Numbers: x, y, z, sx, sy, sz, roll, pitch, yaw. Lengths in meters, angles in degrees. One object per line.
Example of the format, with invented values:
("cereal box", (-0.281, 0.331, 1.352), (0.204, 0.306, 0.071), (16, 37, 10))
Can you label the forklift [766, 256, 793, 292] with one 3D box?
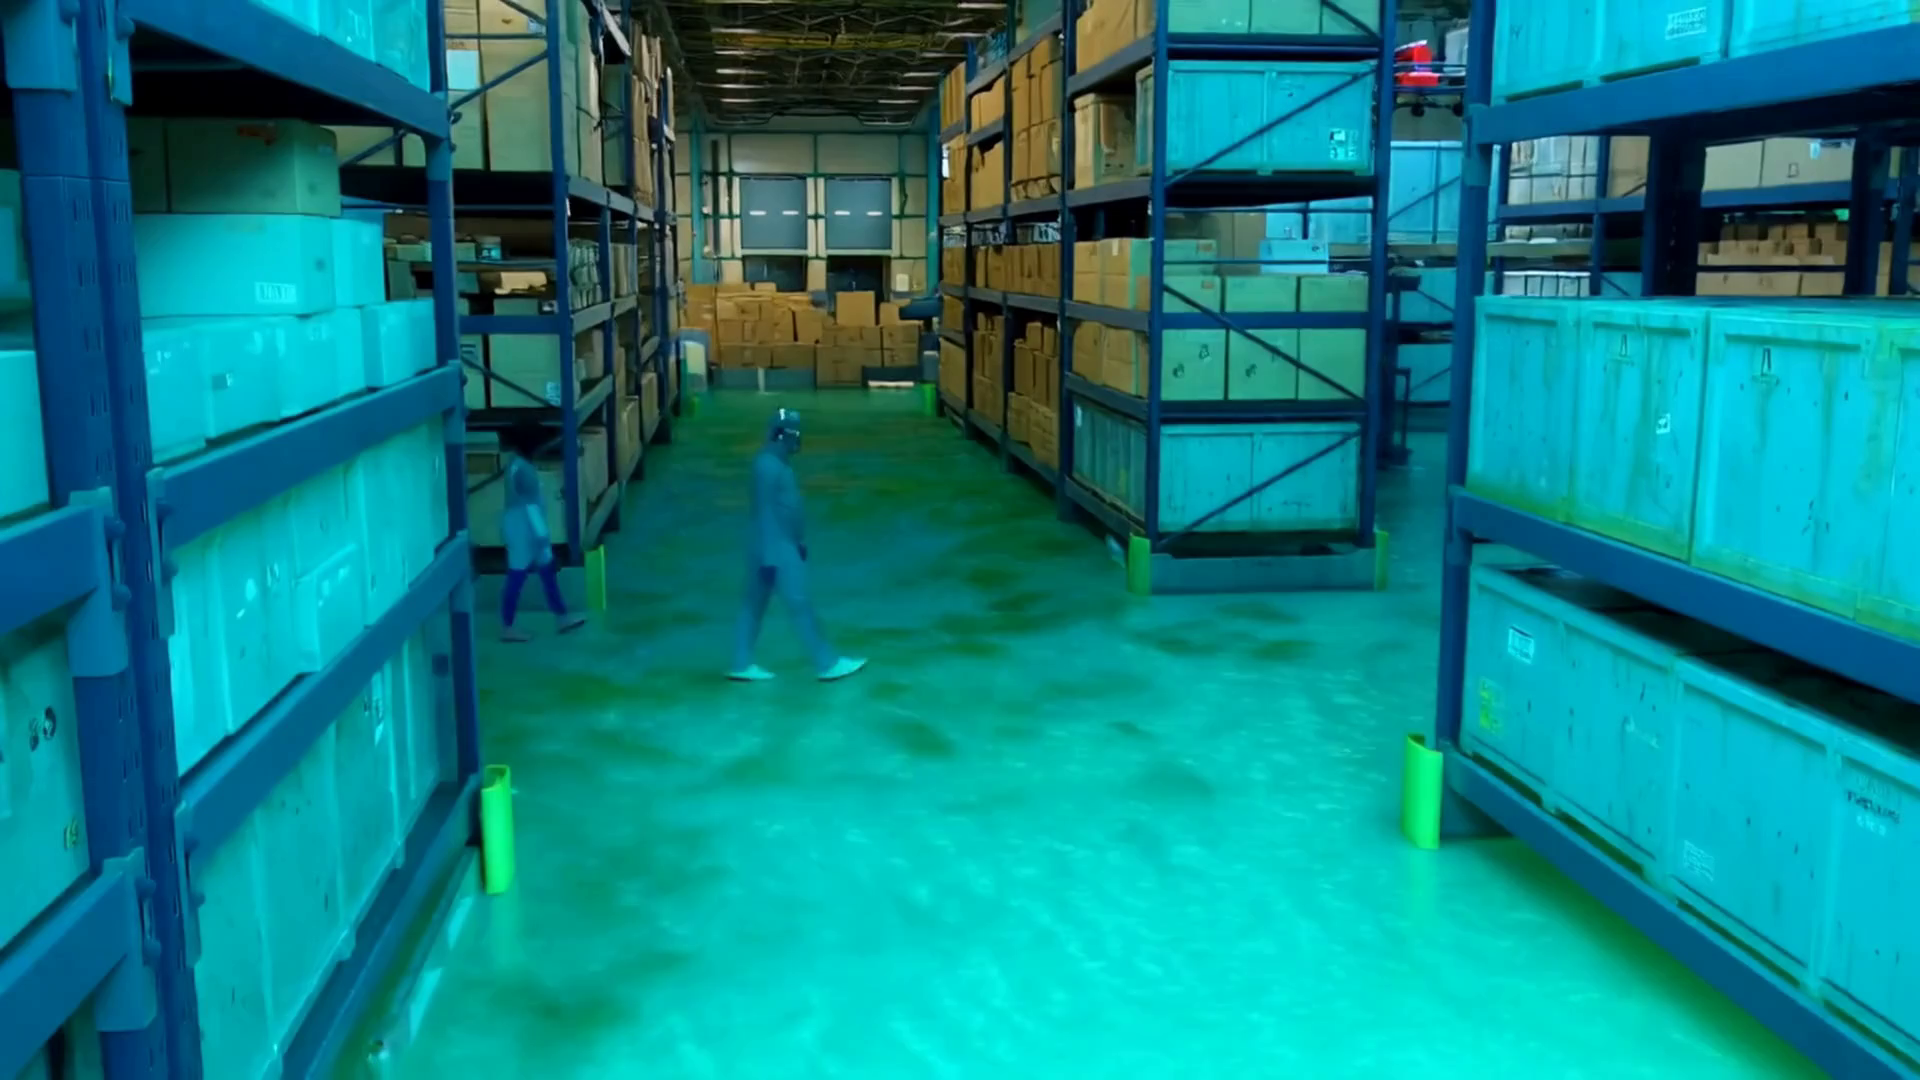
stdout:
("forklift", (-6.555, -8.937, 60.594), (1.129, 2.768, 1.873), (-6, 12, -33))

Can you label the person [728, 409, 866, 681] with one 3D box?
("person", (-1.139, 0.047, 11.239), (0.963, 1.857, 0.664), (-2, 10, -13))

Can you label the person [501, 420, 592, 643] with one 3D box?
("person", (-3.106, -0.061, 12.427), (0.771, 1.663, 0.555), (-2, 10, -14))

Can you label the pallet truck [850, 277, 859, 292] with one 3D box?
("pallet truck", (-3.782, -9.391, 65.808), (1.885, 1.965, 0.823), (2, 10, 10))

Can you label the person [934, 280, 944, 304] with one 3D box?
("person", (-0.855, -8.929, 63.326), (0.453, 1.923, 0.626), (-4, 10, -21))

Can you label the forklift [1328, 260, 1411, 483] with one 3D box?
("forklift", (4.983, -2.219, 21.485), (1.129, 2.768, 1.873), (-1, 10, -7))

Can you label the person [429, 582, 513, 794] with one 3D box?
("person", (-2.801, 0.491, 8.620), (0.763, 1.880, 0.651), (-1, 10, -7))

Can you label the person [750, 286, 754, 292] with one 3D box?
("person", (-6.792, -7.181, 53.284), (1.009, 1.892, 0.561), (-2, 10, -11))
